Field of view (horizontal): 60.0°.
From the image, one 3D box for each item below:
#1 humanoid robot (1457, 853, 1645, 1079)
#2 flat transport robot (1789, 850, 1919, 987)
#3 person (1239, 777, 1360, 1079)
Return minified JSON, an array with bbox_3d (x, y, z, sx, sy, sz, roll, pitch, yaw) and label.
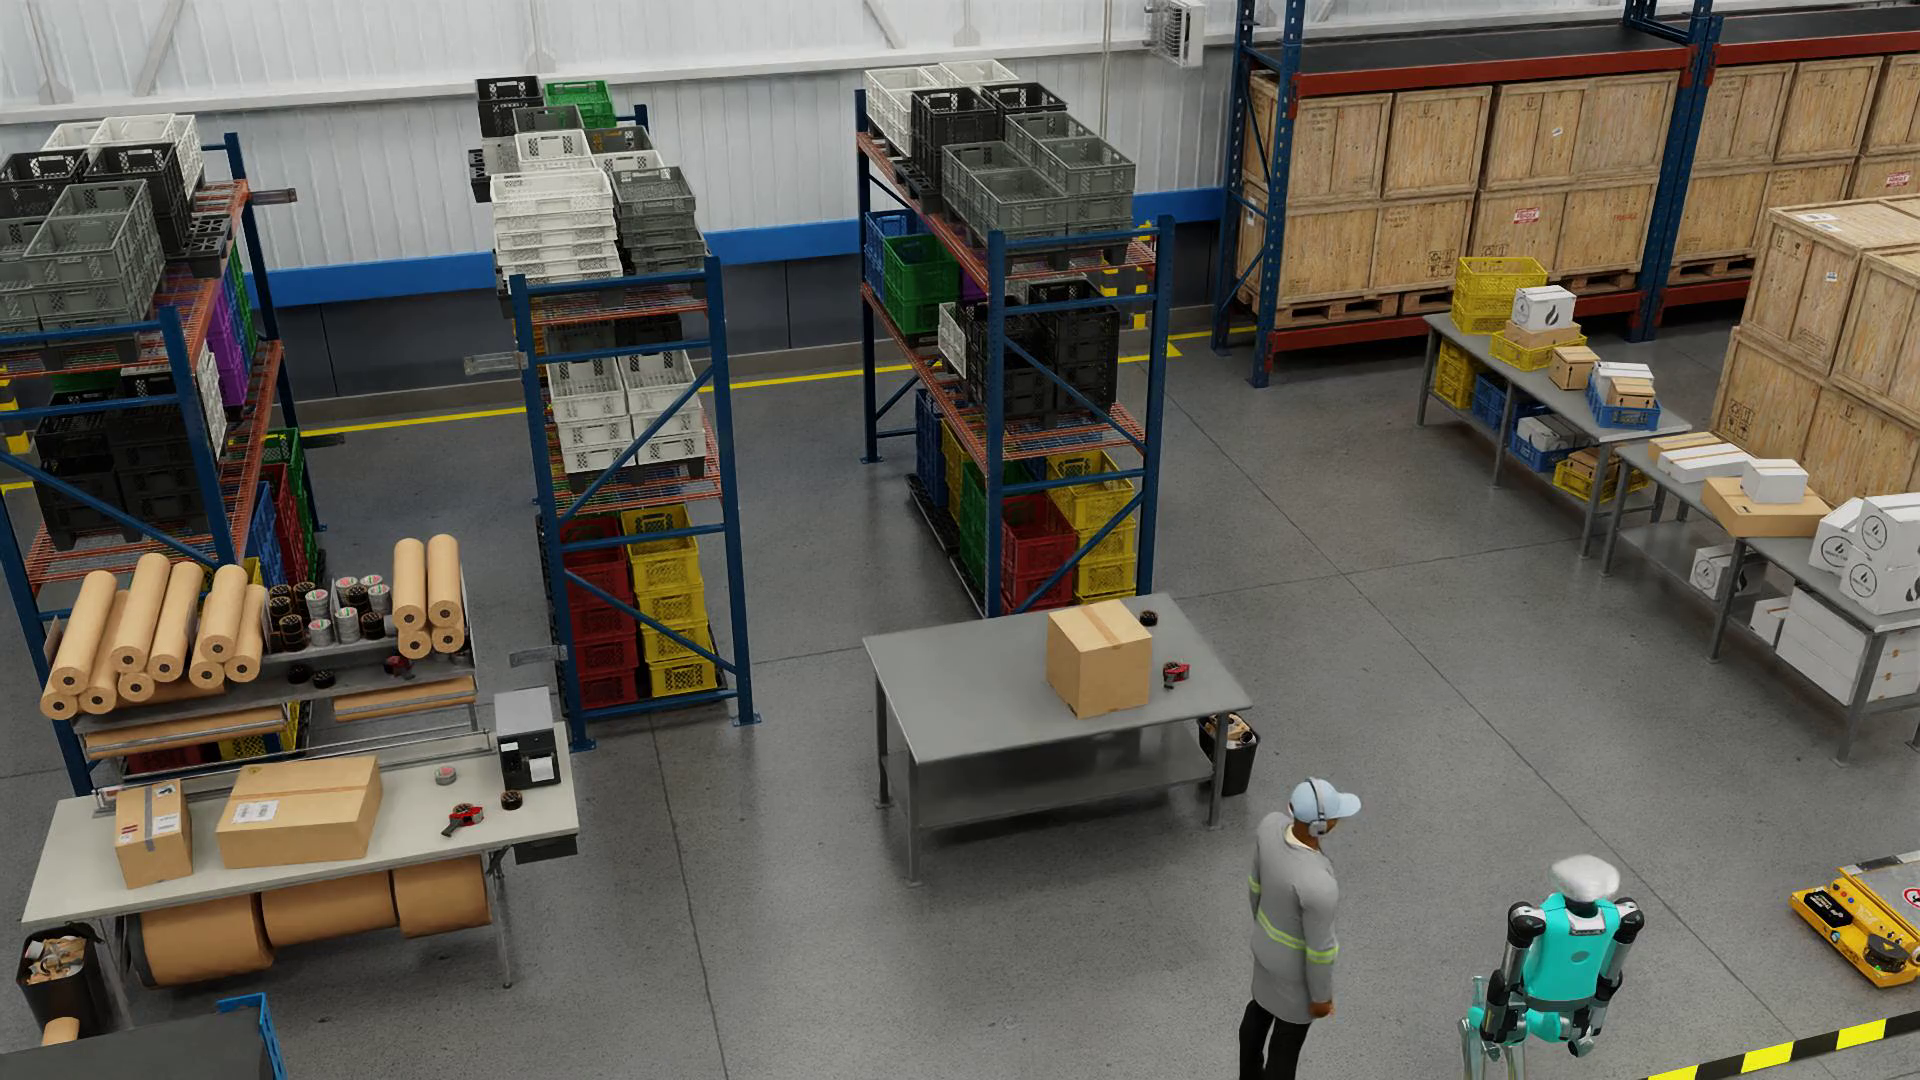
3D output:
[{"bbox_3d":[2.405,1.891,7.053,0.533,1.681,0.735,-2,29,-4],"label":"humanoid robot"},{"bbox_3d":[5.163,1.916,8.676,1.431,0.231,0.659,-8,30,-14],"label":"flat transport robot"},{"bbox_3d":[1.461,1.800,7.243,0.391,1.853,0.587,-8,30,-15],"label":"person"}]
